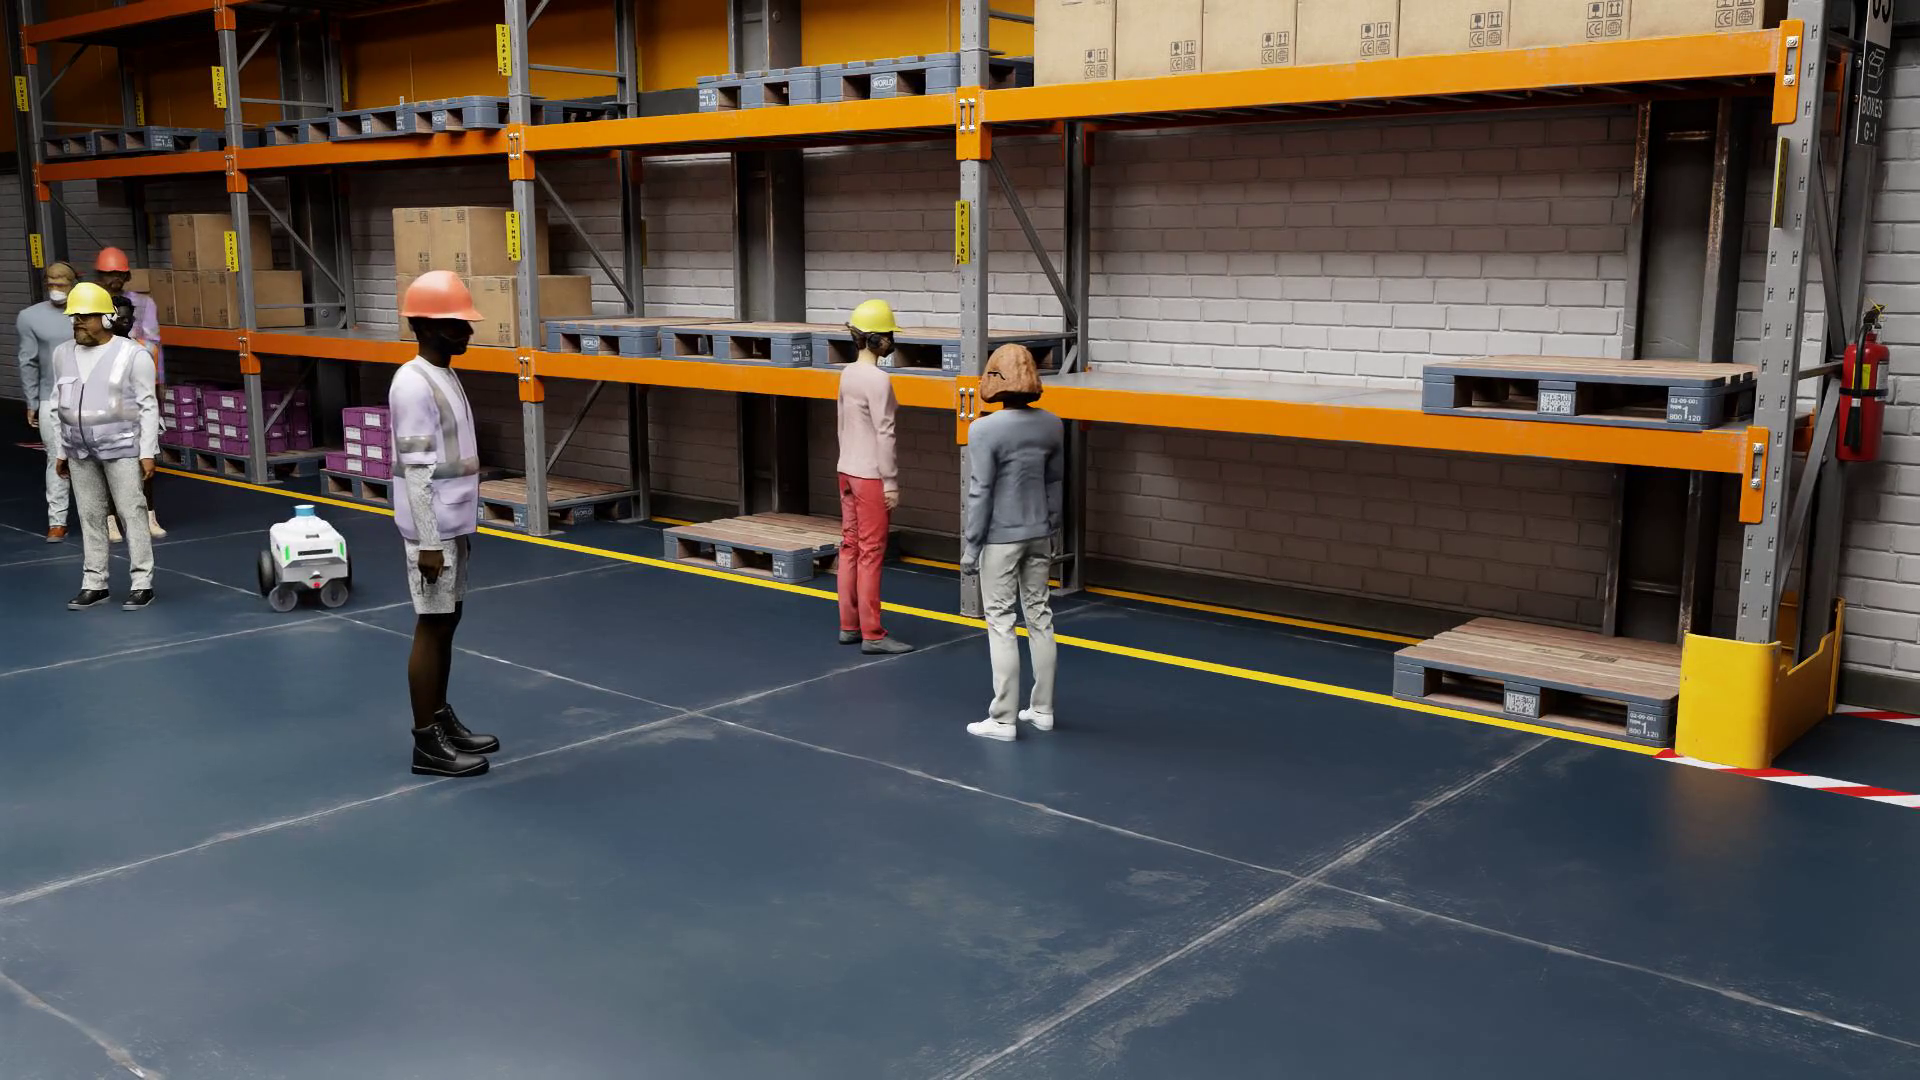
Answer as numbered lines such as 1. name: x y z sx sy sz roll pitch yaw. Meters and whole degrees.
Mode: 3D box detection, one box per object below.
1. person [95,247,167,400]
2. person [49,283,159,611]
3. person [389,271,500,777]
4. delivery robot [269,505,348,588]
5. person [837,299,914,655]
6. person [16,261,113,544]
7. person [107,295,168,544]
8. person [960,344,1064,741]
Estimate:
1. person: -6.679 -1.309 13.273 0.644 2.022 0.641 -8 13 -37
2. person: -4.786 -0.512 9.288 0.600 1.832 0.404 1 10 4
3. person: -1.982 -0.063 6.434 0.372 1.934 0.551 -1 10 -5
4. delivery robot: -3.725 0.043 9.495 0.477 0.478 0.707 -5 11 -28
5. person: -0.444 -0.314 8.351 0.327 1.769 0.525 -5 11 -26
6. person: -6.118 -0.947 11.484 0.629 1.933 0.379 -4 11 -24
7. person: -5.769 -0.835 11.505 0.320 1.699 0.531 9 13 40
8. person: 0.218 0.011 6.874 0.508 1.632 0.265 -8 13 -39
